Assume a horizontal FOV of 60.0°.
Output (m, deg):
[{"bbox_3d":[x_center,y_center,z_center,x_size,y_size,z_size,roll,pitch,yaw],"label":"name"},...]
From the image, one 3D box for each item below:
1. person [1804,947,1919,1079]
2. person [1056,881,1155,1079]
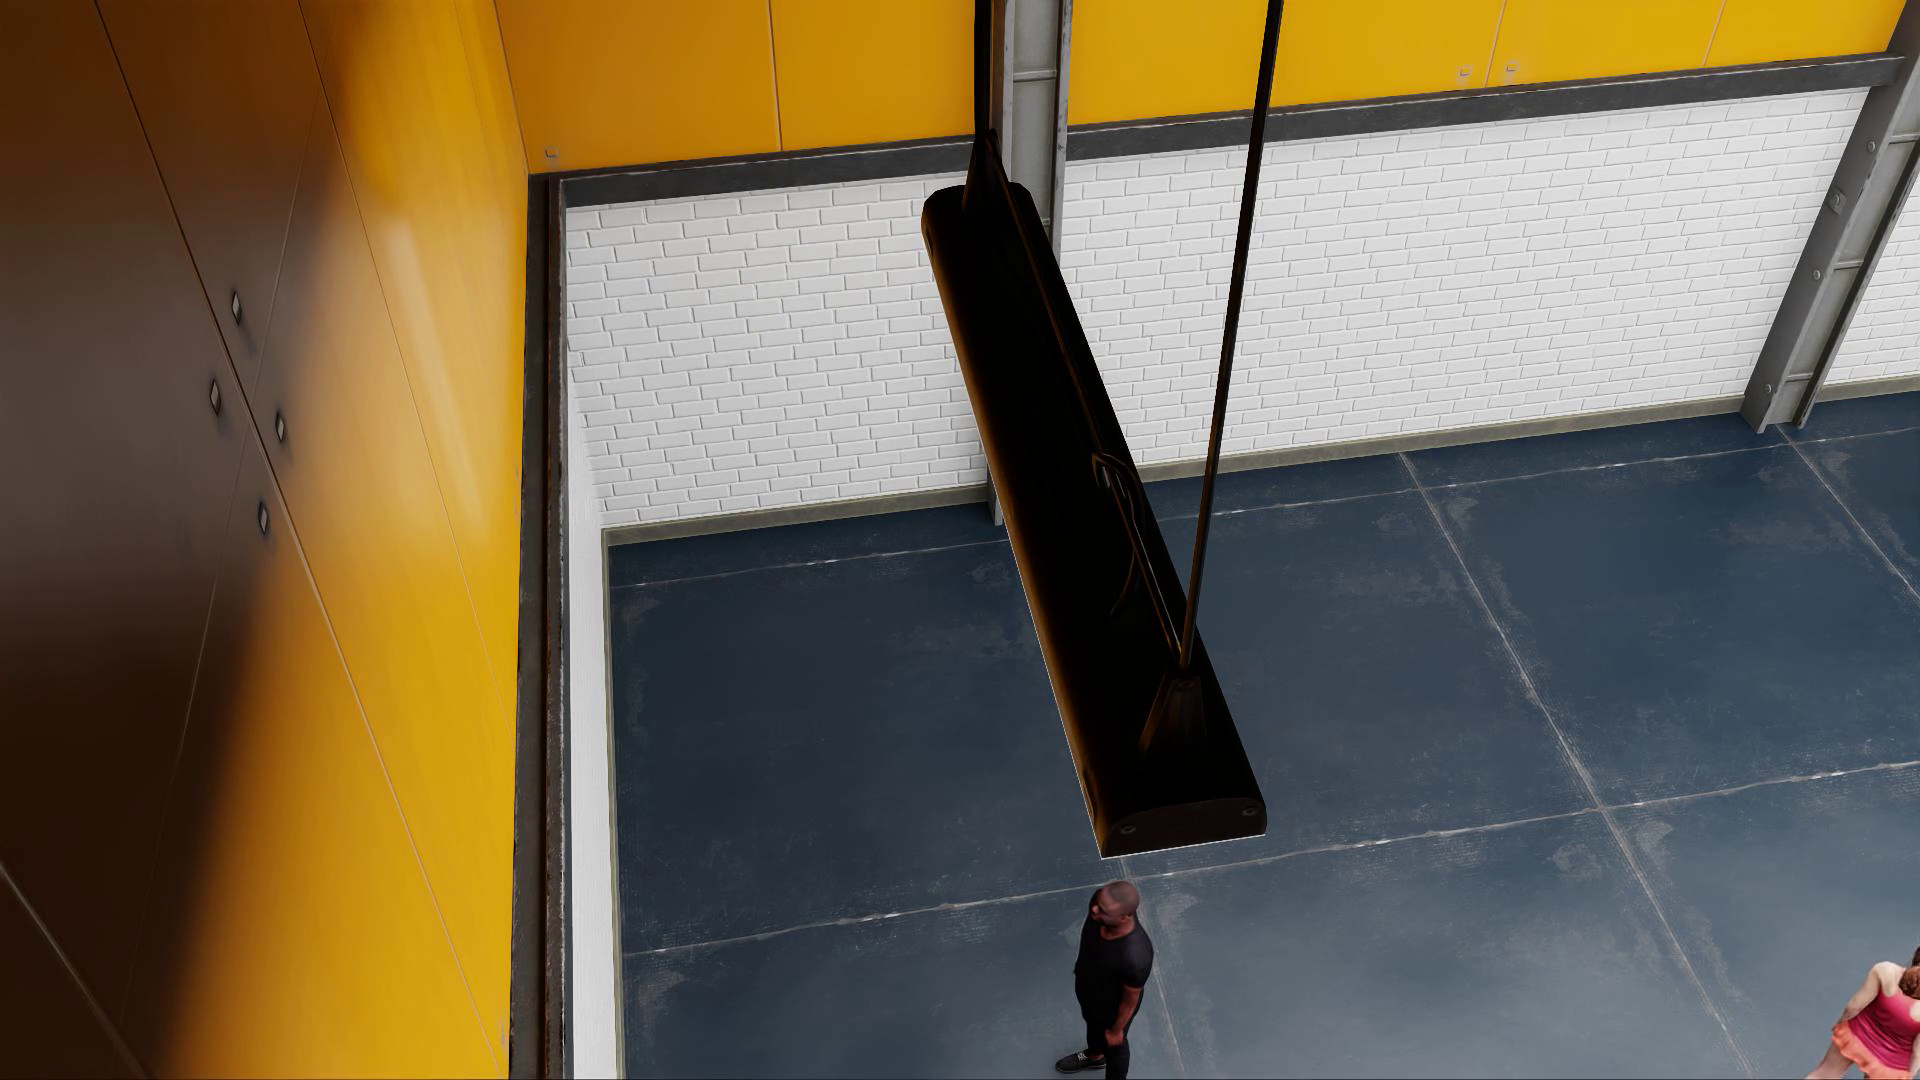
[{"bbox_3d":[4.463,2.472,8.112,0.669,1.754,0.651,-25,49,-24],"label":"person"},{"bbox_3d":[0.741,2.254,8.294,0.627,1.820,0.706,-15,46,-15],"label":"person"}]
